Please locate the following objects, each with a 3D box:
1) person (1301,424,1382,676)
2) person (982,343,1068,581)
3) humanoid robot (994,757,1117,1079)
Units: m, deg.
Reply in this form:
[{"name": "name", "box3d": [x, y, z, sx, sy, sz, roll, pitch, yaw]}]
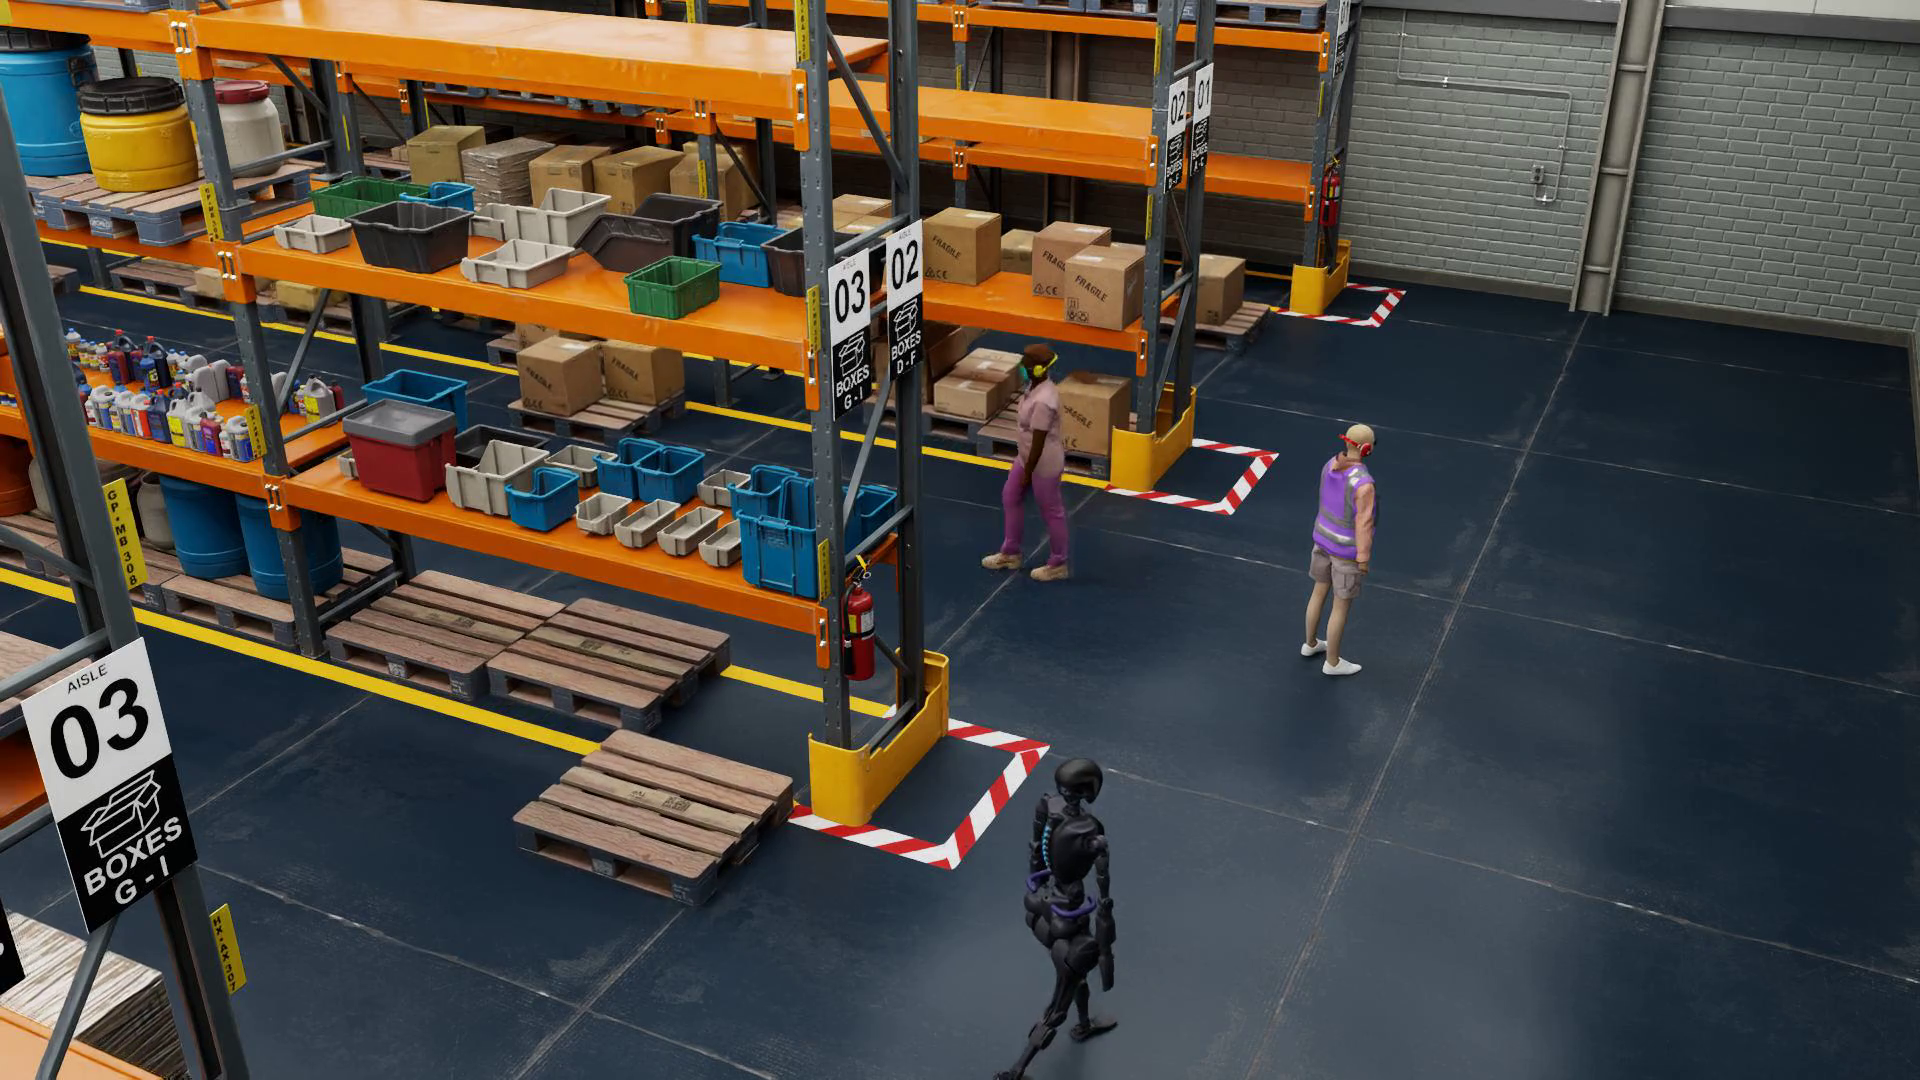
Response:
[{"name": "person", "box3d": [2.431, 0.058, 10.590, 0.352, 1.688, 0.489, -11, 28, -21]}, {"name": "person", "box3d": [0.449, -0.528, 11.653, 0.743, 1.773, 0.532, -3, 26, -6]}, {"name": "humanoid robot", "box3d": [0.444, 1.683, 7.362, 0.766, 1.636, 0.614, -16, 30, -29]}]
